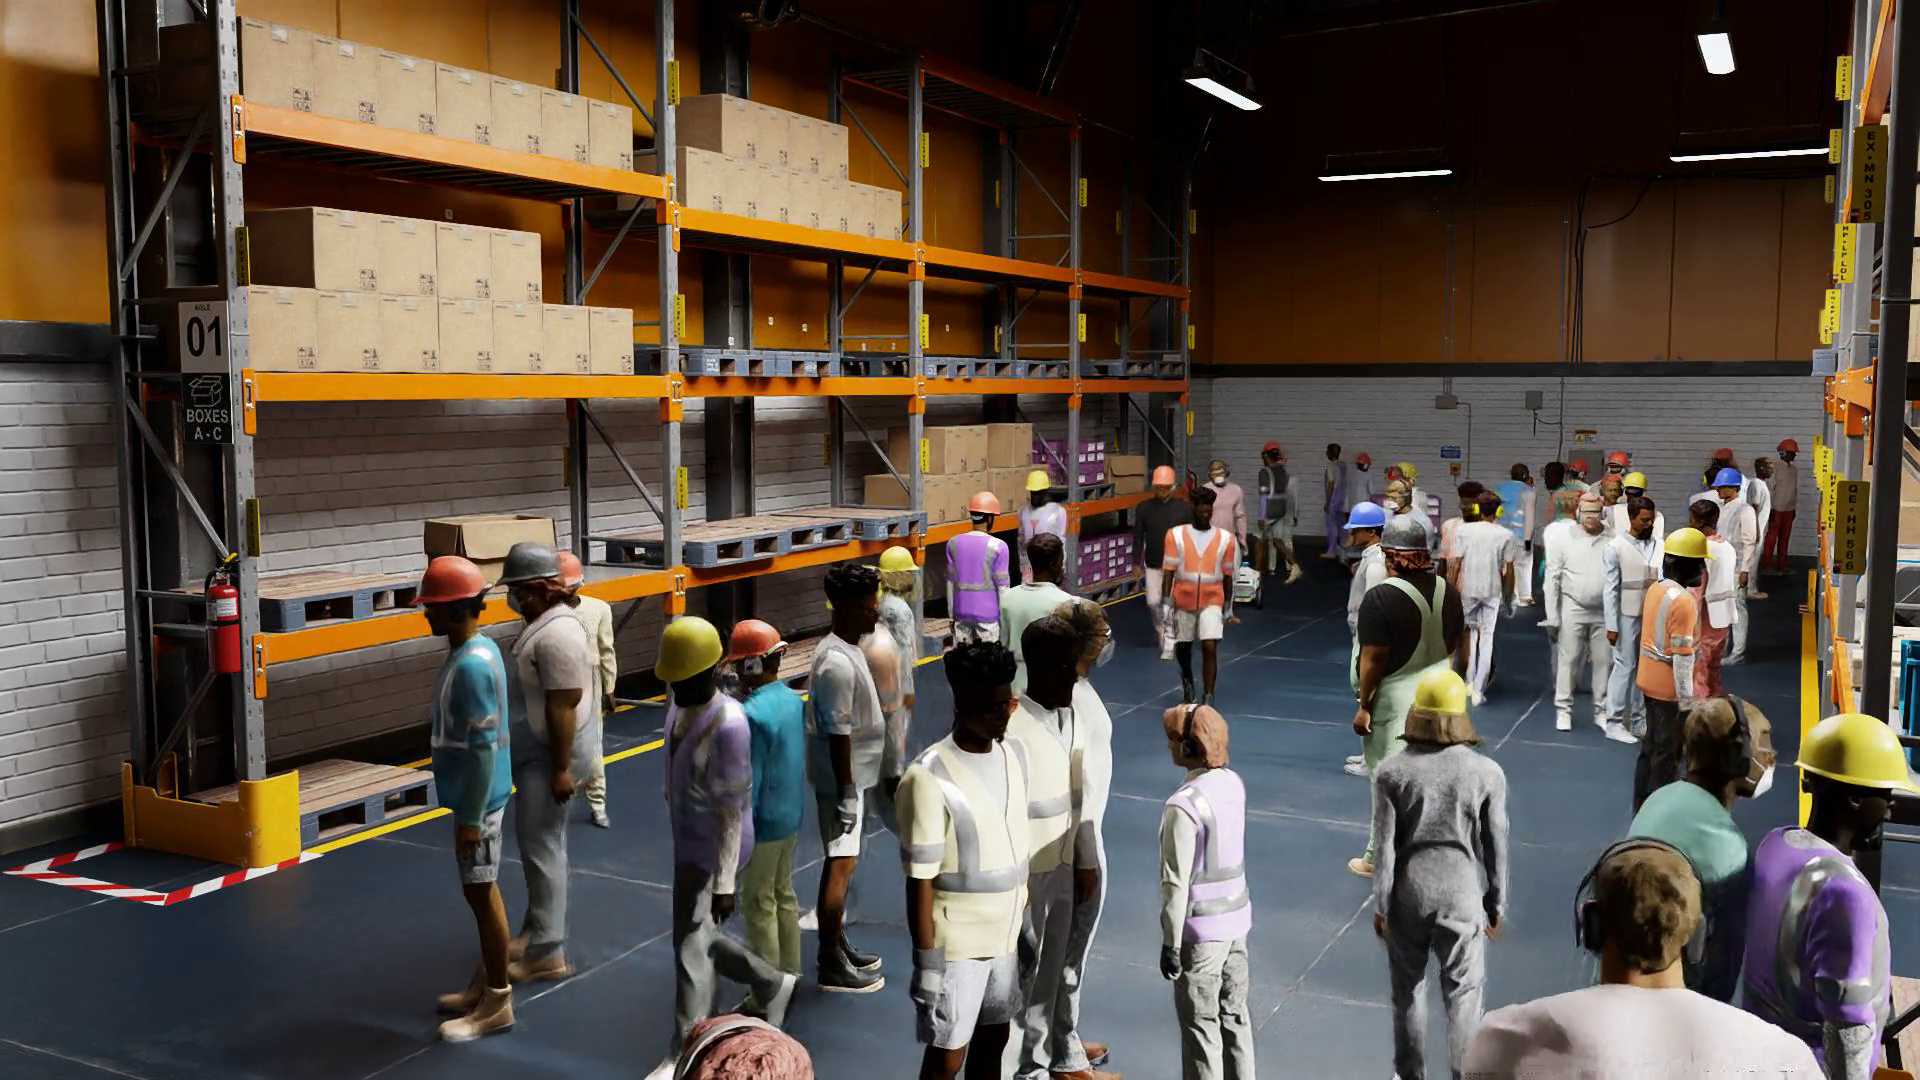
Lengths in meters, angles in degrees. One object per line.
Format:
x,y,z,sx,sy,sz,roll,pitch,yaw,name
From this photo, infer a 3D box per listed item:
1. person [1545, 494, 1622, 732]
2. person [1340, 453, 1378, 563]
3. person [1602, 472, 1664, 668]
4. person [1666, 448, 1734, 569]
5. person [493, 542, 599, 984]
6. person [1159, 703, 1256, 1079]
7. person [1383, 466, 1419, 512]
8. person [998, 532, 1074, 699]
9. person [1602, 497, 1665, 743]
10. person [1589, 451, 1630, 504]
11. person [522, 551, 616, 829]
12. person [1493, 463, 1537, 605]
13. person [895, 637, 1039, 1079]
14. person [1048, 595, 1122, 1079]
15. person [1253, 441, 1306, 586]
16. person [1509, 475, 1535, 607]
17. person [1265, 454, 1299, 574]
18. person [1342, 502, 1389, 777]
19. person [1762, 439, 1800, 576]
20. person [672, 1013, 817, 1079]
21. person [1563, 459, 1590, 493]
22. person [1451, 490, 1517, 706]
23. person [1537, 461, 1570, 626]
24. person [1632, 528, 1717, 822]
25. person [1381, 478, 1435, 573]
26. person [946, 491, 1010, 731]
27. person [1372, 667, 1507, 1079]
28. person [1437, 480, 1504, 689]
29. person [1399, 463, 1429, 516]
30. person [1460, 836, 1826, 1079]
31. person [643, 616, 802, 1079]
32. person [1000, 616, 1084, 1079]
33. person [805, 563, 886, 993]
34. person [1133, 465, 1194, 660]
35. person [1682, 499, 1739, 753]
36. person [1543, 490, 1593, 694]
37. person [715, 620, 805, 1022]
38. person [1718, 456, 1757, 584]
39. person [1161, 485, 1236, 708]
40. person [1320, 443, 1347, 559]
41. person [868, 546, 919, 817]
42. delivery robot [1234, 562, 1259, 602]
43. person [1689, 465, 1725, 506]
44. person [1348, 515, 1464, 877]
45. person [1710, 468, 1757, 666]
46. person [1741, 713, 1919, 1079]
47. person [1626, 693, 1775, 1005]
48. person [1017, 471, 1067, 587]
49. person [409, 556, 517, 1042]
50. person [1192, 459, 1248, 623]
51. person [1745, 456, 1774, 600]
4.989,0.581,13.214,0.668,1.897,0.396,1,5,7,person
6.195,-0.483,25.684,0.912,1.704,0.574,-2,6,-25,person
6.525,0.296,16.198,0.592,1.911,0.398,3,6,27,person
10.467,-0.364,23.463,0.850,1.897,0.563,2,6,25,person
-1.985,1.003,7.880,0.543,2.000,0.698,-2,6,-17,person
0.868,1.391,5.913,0.320,1.631,0.514,4,6,35,person
5.095,0.032,19.576,0.591,1.799,0.883,-4,7,-39,person
0.460,0.915,9.481,0.392,1.920,0.587,-5,7,-42,person
5.196,0.611,12.848,0.598,1.906,0.404,-3,6,-27,person
7.678,-0.048,19.508,0.618,1.986,0.408,5,7,43,person
-2.408,0.931,10.276,0.574,1.738,0.351,-2,6,-21,person
6.833,-0.058,20.652,0.857,1.800,0.632,-4,7,-35,person
0.041,1.277,5.412,0.376,1.958,0.605,4,7,38,person
0.445,1.179,6.527,0.359,1.938,0.635,0,5,-4,person
4.335,-0.357,22.843,0.701,1.998,0.879,-5,7,-42,person
7.028,0.006,20.762,0.280,1.636,0.501,4,7,35,person
4.646,-0.371,24.198,0.569,1.749,0.342,0,5,-2,person
2.901,0.696,11.742,0.418,1.939,0.608,1,5,15,person
11.902,-0.469,24.043,0.617,1.986,0.405,-3,6,-28,person
-0.297,1.598,2.296,0.651,1.894,0.402,-4,7,-36,person
8.372,-0.221,22.578,0.335,1.749,0.573,-3,6,-27,person
4.555,0.487,14.456,0.568,1.841,0.742,2,6,25,person
6.765,0.054,18.845,0.447,1.897,0.629,2,6,20,person
4.239,0.882,9.869,0.409,1.918,0.585,1,5,6,person
3.913,0.416,14.780,0.371,1.934,0.627,-3,6,-33,person
0.157,0.580,13.067,0.549,1.925,0.384,3,6,27,person
1.761,1.334,6.098,0.492,1.716,0.805,1,5,8,person
4.543,0.419,14.724,0.933,1.934,0.595,-4,6,-34,person
5.438,-0.036,20.260,0.403,1.823,0.605,-2,6,-25,person
1.240,1.510,3.087,0.668,1.916,0.430,1,5,10,person
-0.942,1.209,6.542,0.680,1.885,0.613,-3,6,-32,person
0.271,1.227,6.133,0.371,1.915,0.597,3,6,31,person
-0.521,1.074,7.589,0.364,1.959,0.605,0,5,-2,person
2.088,0.204,16.885,0.639,1.971,0.751,2,6,17,person
5.586,0.649,12.423,0.599,1.908,0.396,-5,7,-44,person
5.419,0.471,14.728,0.516,1.823,0.612,-3,6,-28,person
-0.869,1.212,7.245,0.353,1.739,0.568,1,5,14,person
10.420,-0.236,22.505,0.615,1.802,0.905,-4,7,-39,person
1.991,0.495,13.925,0.606,1.936,0.883,1,5,7,person
5.952,-0.620,26.403,0.328,1.844,0.517,5,7,41,person
-0.408,0.909,10.471,0.310,1.744,0.486,-2,6,-25,person
3.511,0.514,20.554,0.477,0.478,0.707,1,5,14,delivery robot
8.383,0.096,18.549,0.512,1.873,0.329,2,6,18,person
2.439,0.869,9.321,0.682,2.000,0.537,-3,6,-31,person
7.550,0.263,16.337,0.406,1.946,0.608,-1,5,-8,person
2.231,1.397,4.307,0.398,1.918,0.590,1,5,11,person
1.984,1.374,4.592,0.486,1.907,0.656,1,5,7,person
0.770,0.267,16.541,0.596,1.896,0.761,3,6,30,person
-2.103,1.081,7.051,0.396,2.038,0.614,-2,6,-18,person
2.953,0.028,19.026,0.667,1.918,0.448,-2,6,-17,person
10.260,-0.154,21.384,0.328,1.843,0.516,3,6,29,person
